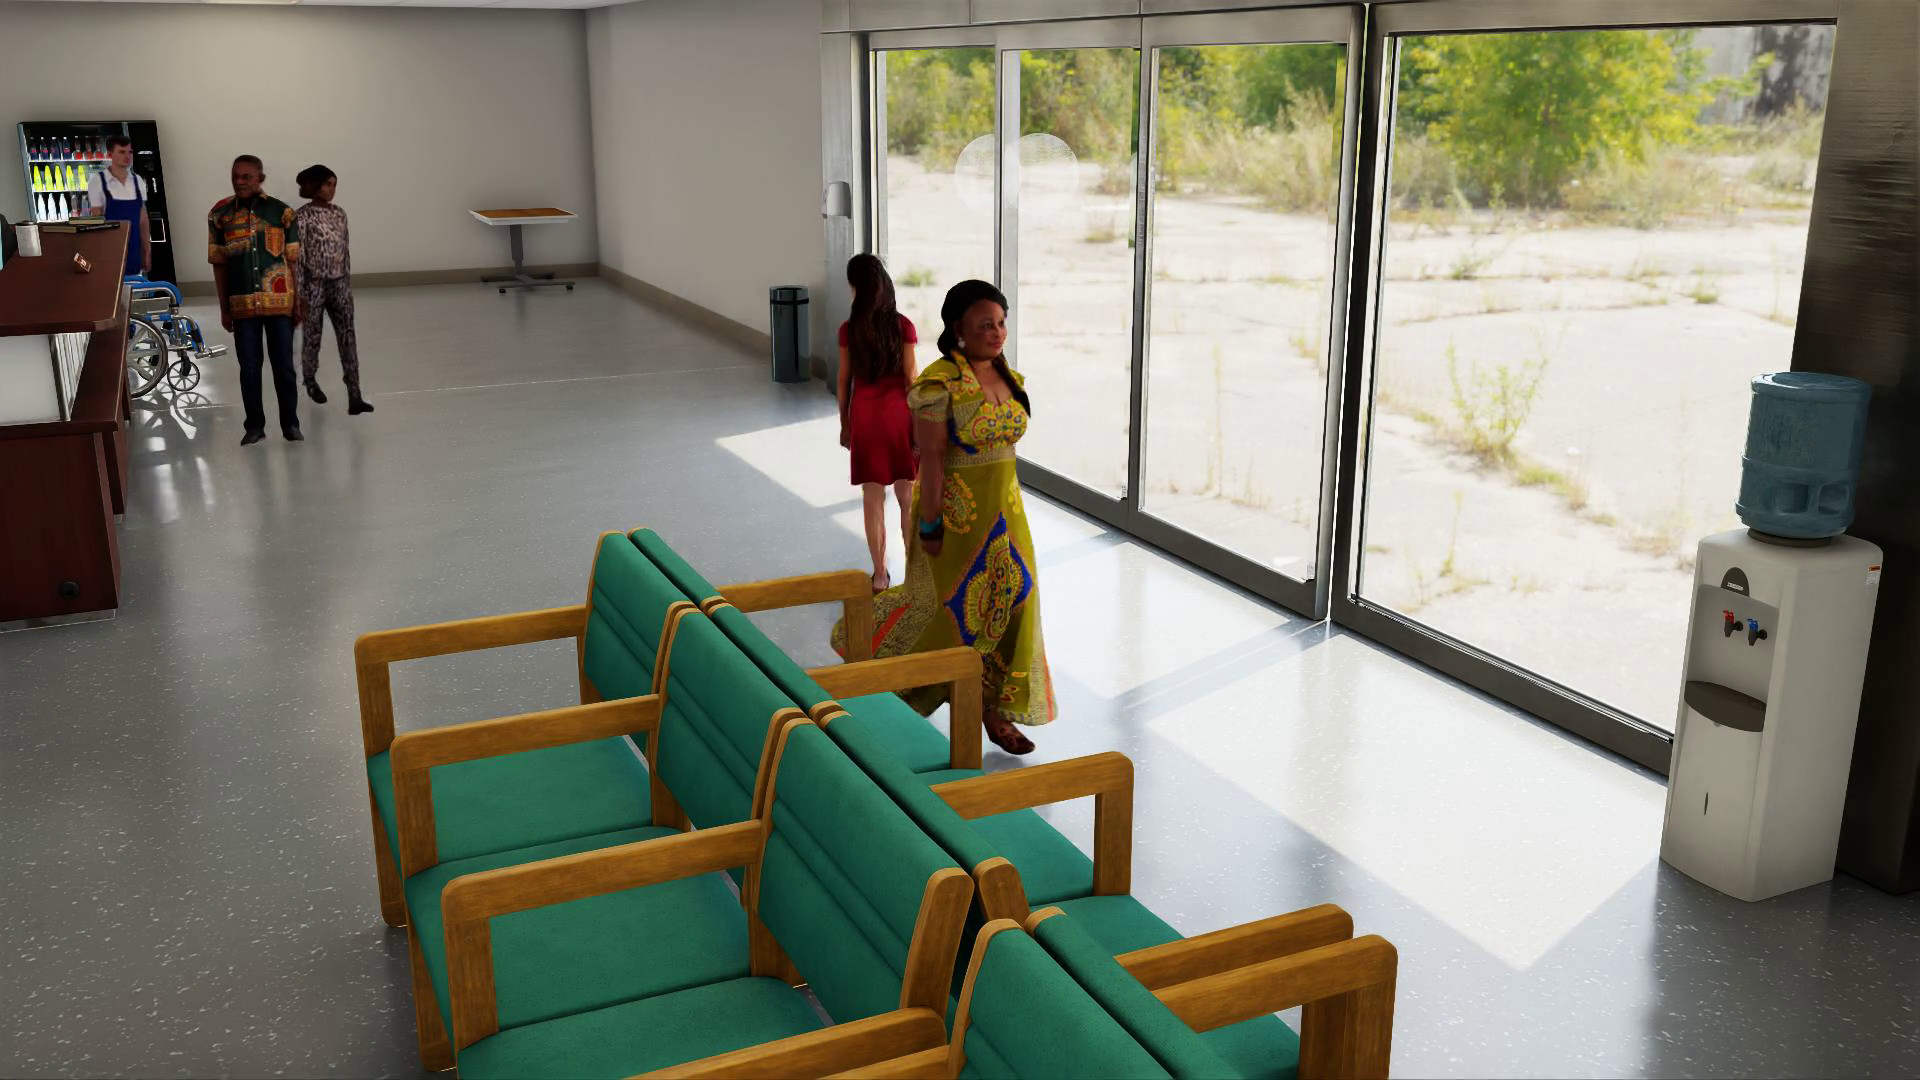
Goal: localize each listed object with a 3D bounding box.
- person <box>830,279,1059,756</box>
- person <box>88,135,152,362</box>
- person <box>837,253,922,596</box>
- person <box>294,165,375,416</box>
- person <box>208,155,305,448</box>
[{"bbox_3d":[-0.031,-0.078,5.792,1.009,1.635,1.080,14,21,40],"label":"person"},{"bbox_3d":[-6.843,-2.350,13.508,0.913,1.822,0.876,9,18,30],"label":"person"},{"bbox_3d":[-0.340,-0.494,7.475,0.718,1.516,0.794,5,17,18],"label":"person"},{"bbox_3d":[-4.416,-1.683,11.442,1.209,1.659,0.955,-15,21,-42],"label":"person"},{"bbox_3d":[-4.394,-1.502,10.454,0.587,1.805,0.751,-7,17,-23],"label":"person"}]
